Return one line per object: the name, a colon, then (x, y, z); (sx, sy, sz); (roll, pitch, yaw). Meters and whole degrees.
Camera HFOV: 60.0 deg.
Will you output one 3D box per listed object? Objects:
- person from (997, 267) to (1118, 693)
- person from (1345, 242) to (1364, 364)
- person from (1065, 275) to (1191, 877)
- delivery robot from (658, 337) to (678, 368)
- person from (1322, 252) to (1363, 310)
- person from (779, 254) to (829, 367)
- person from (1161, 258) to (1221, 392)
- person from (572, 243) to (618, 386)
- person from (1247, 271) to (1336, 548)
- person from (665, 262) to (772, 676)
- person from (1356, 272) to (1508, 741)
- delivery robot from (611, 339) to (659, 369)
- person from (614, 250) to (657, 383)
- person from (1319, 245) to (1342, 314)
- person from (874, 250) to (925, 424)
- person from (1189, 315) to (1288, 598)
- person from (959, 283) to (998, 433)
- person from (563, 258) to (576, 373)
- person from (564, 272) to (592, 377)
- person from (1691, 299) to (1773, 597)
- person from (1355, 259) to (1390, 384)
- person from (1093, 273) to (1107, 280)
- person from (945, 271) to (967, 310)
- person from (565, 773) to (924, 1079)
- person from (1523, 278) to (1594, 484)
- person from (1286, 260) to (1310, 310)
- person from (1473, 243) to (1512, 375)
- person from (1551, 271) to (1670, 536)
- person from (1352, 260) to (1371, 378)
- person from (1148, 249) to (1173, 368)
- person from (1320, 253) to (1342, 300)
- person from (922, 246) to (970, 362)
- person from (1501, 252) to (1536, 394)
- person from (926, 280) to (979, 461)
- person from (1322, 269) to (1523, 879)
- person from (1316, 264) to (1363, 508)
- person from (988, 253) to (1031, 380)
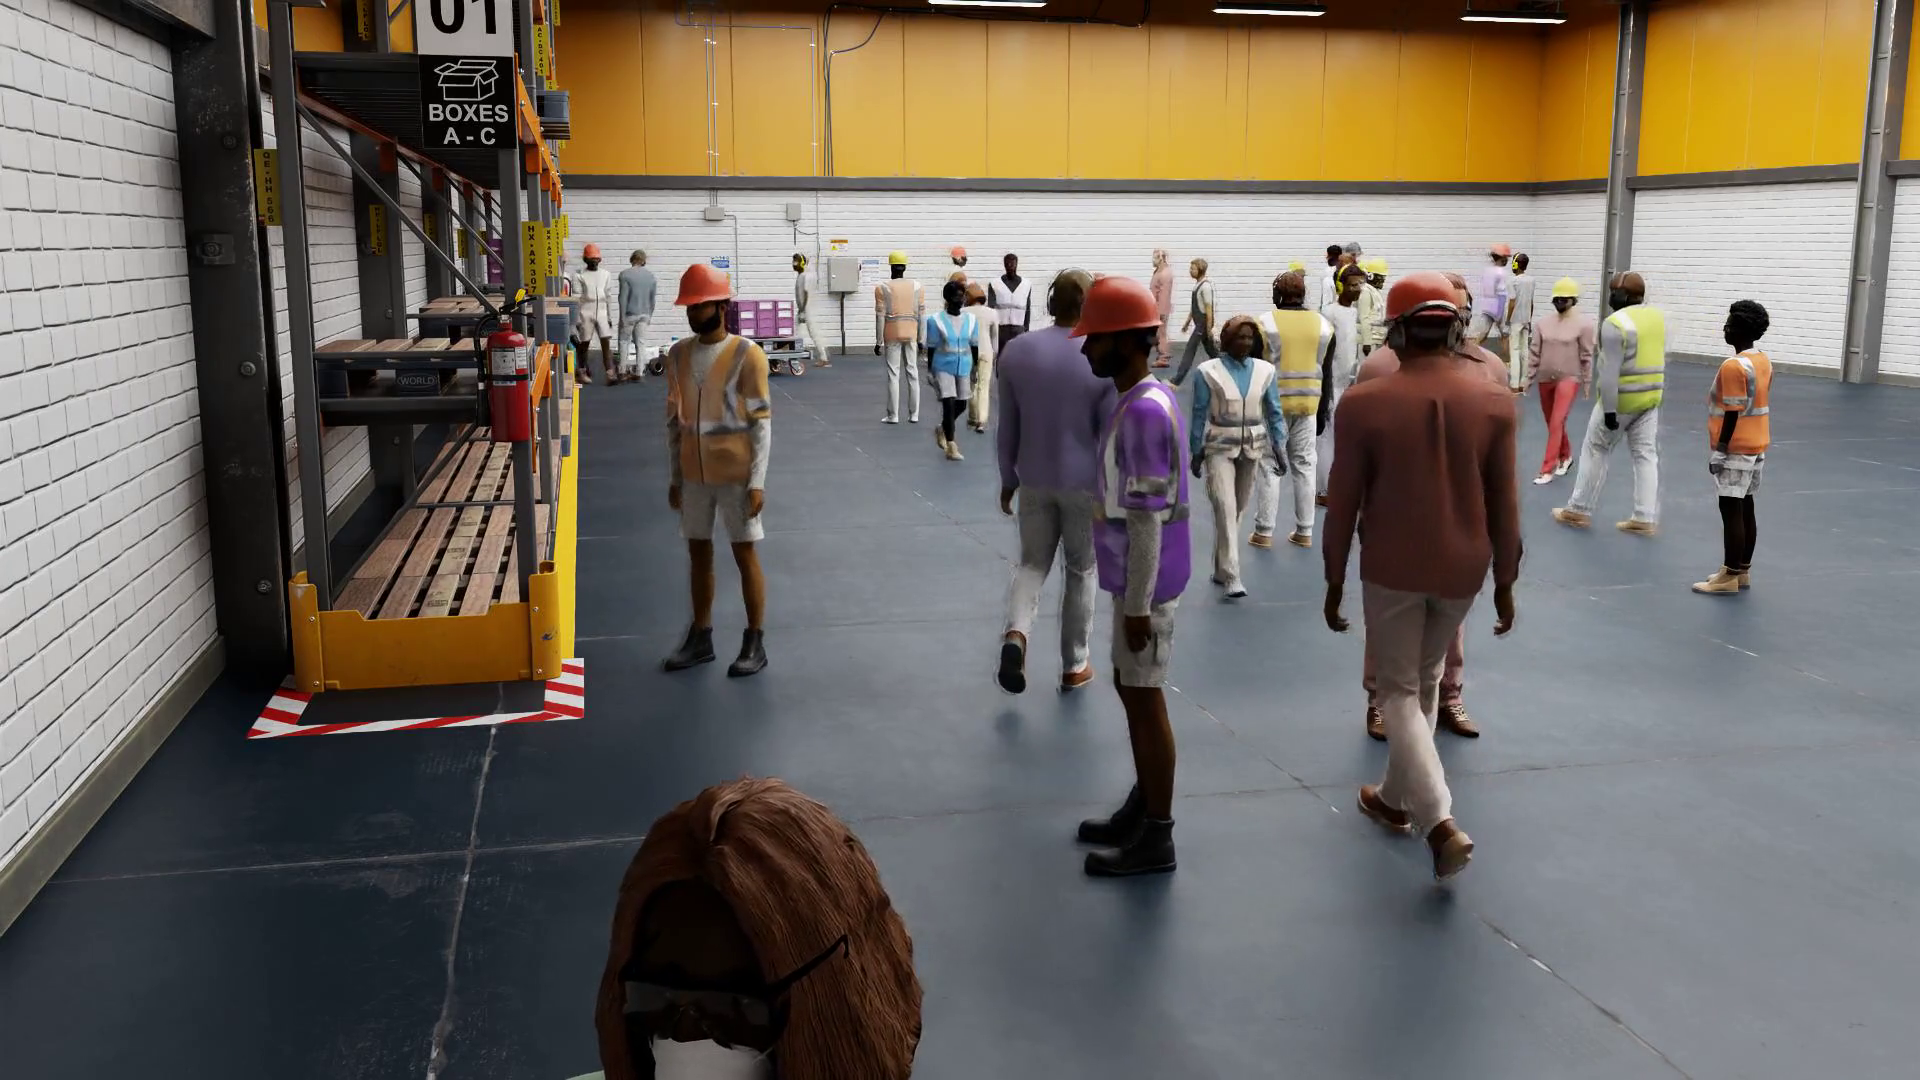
person: (0.436, -0.233, 7.333); (0.647, 1.924, 0.657); (4, 11, 23)
person: (6.352, -3.925, 27.453); (0.865, 2.000, 0.680); (6, 12, 32)
person: (0.535, 0.123, 5.357); (0.415, 1.926, 0.557); (1, 10, 7)
delivery robot: (-4.362, -2.875, 25.493); (0.477, 0.478, 0.707); (7, 12, 35)
person: (5.197, -2.978, 22.678); (0.584, 1.867, 0.551); (-1, 10, -3)
person: (-2.546, -3.654, 26.598); (0.985, 1.818, 0.540); (-5, 11, -25)
person: (3.214, -2.883, 22.399); (1.011, 1.790, 0.526); (0, 10, 2)
person: (-5.145, -3.151, 23.349); (0.615, 1.998, 1.039); (-7, 12, -33)
person: (2.162, -0.855, 11.038); (0.619, 1.836, 0.432); (-3, 11, -14)
person: (-1.147, -0.320, 7.773); (0.550, 1.935, 0.380); (5, 11, 26)
person: (1.928, -0.130, 6.804); (0.643, 1.908, 0.411); (-1, 10, -7)
delivery robot: (-4.873, -2.778, 24.956); (0.477, 0.478, 0.707); (9, 14, 43)
person: (-4.686, -3.210, 23.912); (0.673, 1.887, 0.724); (-10, 14, -43)
person: (5.702, -3.516, 25.394); (0.608, 1.965, 0.370); (-7, 12, -33)
person: (-0.676, -2.250, 18.484); (0.585, 1.929, 0.370); (-4, 11, -22)
person: (1.610, -0.468, 9.487); (0.533, 1.601, 0.811); (-3, 11, -15)
person: (0.162, -1.949, 17.769); (0.518, 1.582, 0.852); (-1, 10, -4)
person: (-6.117, -3.457, 25.423); (0.563, 1.838, 0.390); (-6, 12, -29)
person: (-5.935, -3.344, 24.696); (0.978, 1.882, 0.538); (2, 11, 14)
person: (4.464, -0.526, 9.565); (0.318, 1.700, 0.535); (9, 13, 40)
person: (4.683, -2.277, 18.929); (0.403, 1.822, 0.587); (4, 11, 22)
person: (1.828, -2.633, 21.497); (0.752, 1.611, 0.520); (5, 11, 27)
person: (-0.030, -2.721, 21.907); (0.264, 1.631, 0.506); (-6, 12, -30)
person: (-0.153, 0.984, 1.380); (0.501, 1.633, 0.279); (2, 11, 13)
person: (5.114, -1.366, 14.158); (0.531, 1.732, 0.888); (10, 14, 44)
person: (5.296, -3.545, 26.254); (0.745, 1.708, 0.547); (0, 10, 1)
person: (7.979, -3.456, 24.993); (1.018, 2.004, 0.599); (-4, 11, -21)
person: (4.587, -0.961, 11.658); (0.640, 1.810, 0.827); (-5, 11, -26)
person: (5.994, -3.244, 24.539); (0.848, 1.726, 0.550); (0, 10, 3)
person: (3.165, -3.693, 26.568); (0.435, 1.890, 0.683); (0, 10, -2)
person: (6.687, -4.278, 29.924); (0.771, 1.859, 0.585); (-8, 13, -36)
person: (-0.105, -3.758, 26.818); (1.075, 1.949, 0.630); (-2, 10, -10)
person: (7.386, -2.863, 22.044); (0.515, 1.872, 0.333); (-6, 12, -32)
person: (-0.105, -1.602, 15.618); (0.542, 1.677, 0.726); (-5, 11, -26)
person: (1.512, 0.109, 5.371); (0.633, 1.953, 0.909); (-1, 10, -7)
person: (2.908, -1.159, 12.672); (0.444, 1.854, 0.597); (7, 12, 35)
person: (0.630, -2.801, 21.723); (0.605, 1.874, 1.007); (-2, 10, -9)
